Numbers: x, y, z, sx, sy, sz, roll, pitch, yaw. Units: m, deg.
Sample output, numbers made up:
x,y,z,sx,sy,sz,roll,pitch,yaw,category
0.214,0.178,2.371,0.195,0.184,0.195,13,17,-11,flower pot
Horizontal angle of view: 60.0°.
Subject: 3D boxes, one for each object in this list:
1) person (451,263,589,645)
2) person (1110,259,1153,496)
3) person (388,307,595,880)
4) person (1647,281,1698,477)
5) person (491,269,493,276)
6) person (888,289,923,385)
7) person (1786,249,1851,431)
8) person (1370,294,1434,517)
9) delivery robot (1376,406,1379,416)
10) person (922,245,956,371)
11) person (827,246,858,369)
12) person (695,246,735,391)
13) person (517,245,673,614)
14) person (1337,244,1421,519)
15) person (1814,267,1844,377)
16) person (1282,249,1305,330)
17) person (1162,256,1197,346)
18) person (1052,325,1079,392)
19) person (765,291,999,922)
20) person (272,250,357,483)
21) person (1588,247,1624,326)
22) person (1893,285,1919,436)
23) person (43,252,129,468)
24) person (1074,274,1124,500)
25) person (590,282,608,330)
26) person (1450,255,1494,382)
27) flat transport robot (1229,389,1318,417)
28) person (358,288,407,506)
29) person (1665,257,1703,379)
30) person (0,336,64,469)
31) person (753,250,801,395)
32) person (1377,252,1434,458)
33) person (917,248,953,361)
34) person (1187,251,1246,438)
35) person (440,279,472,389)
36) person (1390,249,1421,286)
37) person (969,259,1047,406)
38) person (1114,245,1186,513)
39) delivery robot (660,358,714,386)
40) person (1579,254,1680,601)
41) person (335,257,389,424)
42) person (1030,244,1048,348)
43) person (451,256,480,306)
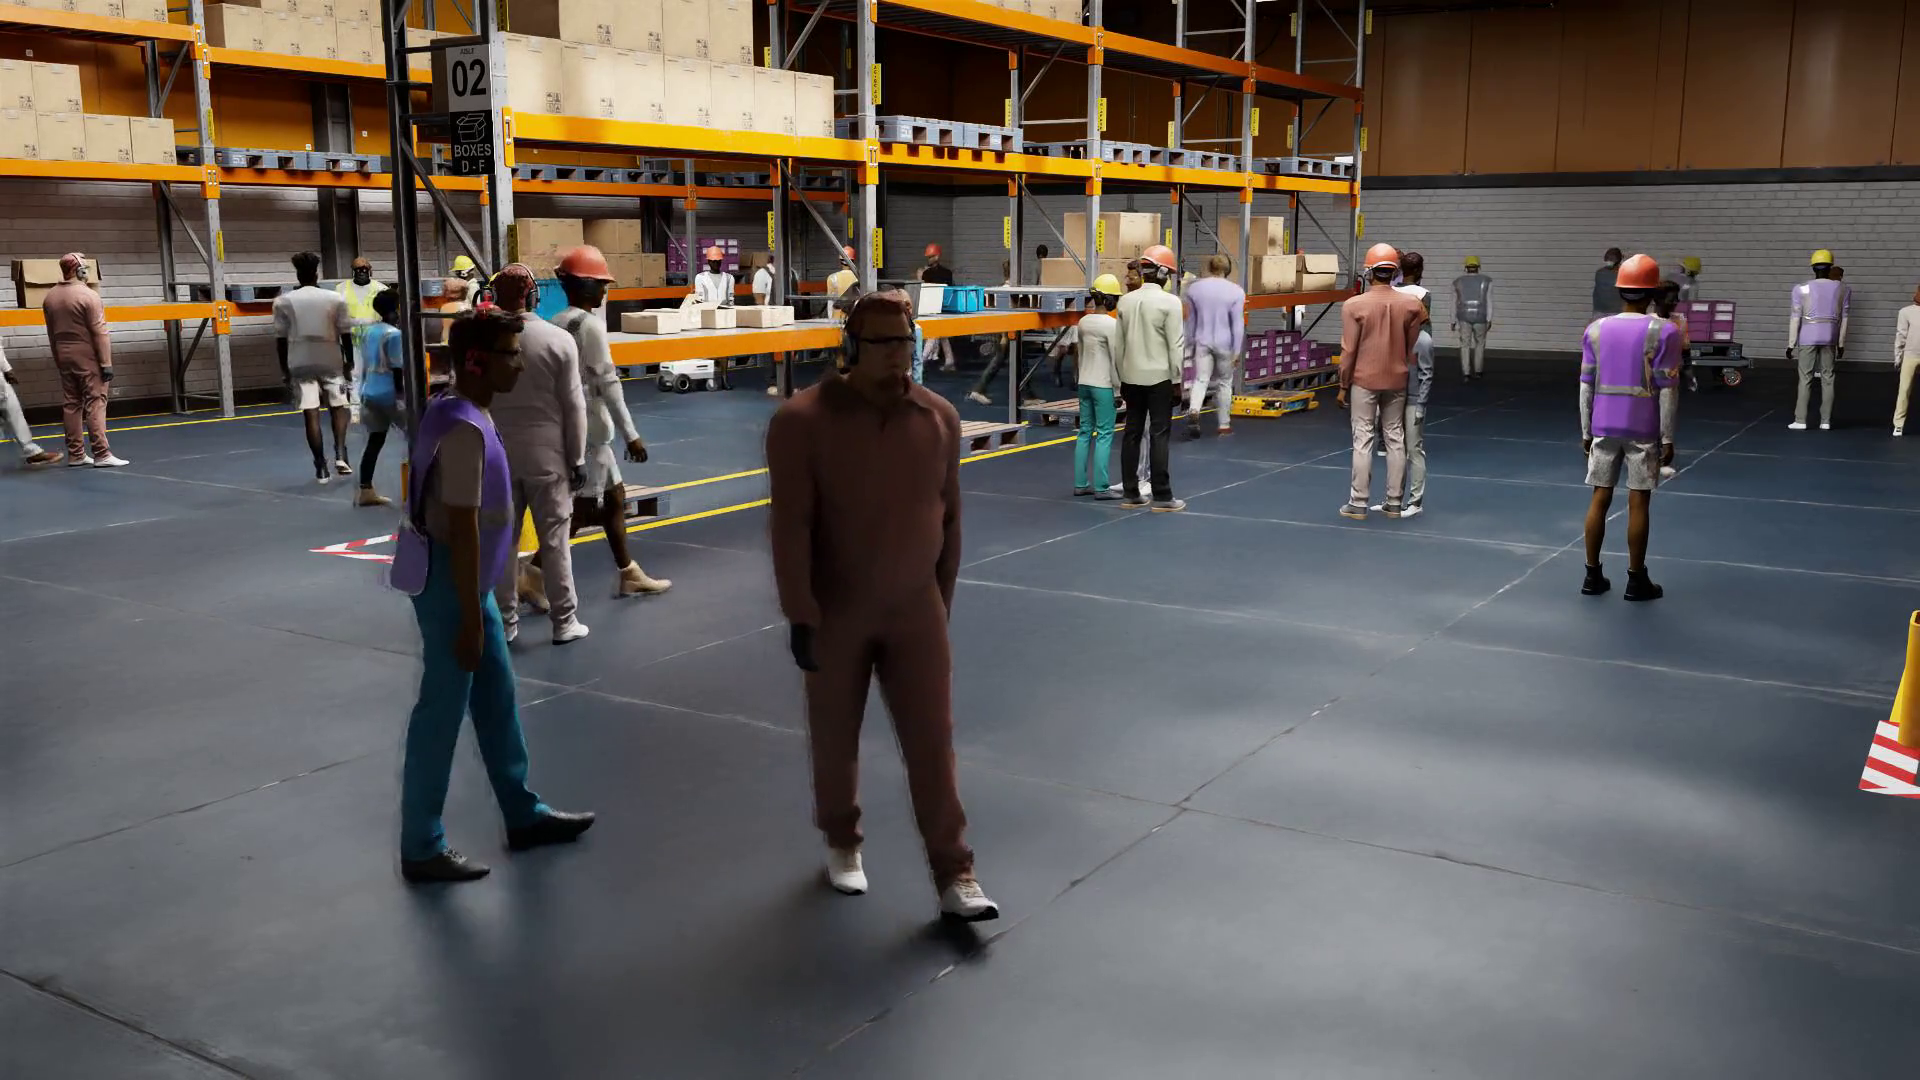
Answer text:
x,y,z,sx,sy,sz,roll,pitch,yaw,category
-2.171,-0.417,8.312,0.639,1.910,0.407,0,10,0,person
1.433,-1.281,13.199,0.332,1.874,0.520,-4,11,-21,person
-1.506,0.178,5.347,0.749,1.806,0.602,-3,11,-14,person
6.077,-1.380,14.303,0.548,1.671,0.715,-5,11,-25,person
-4.968,-2.169,18.485,0.457,1.725,0.552,-4,11,-21,person
-0.475,-1.198,13.404,0.313,1.633,0.517,-8,13,-38,person
9.118,-2.119,17.706,0.585,1.920,0.383,2,10,10,person
3.269,-0.986,12.224,0.280,1.633,0.500,-4,11,-21,person
4.503,-1.492,17.756,0.477,0.478,0.707,-1,10,-6,delivery robot
-0.447,-3.544,25.541,1.029,1.935,0.643,-8,13,-38,person
-1.498,-2.942,22.214,0.546,1.939,0.375,0,10,0,person
-3.281,-2.969,22.367,0.545,1.938,0.356,-4,11,-21,person
-2.073,-0.603,9.103,0.977,2.004,0.617,-6,12,-31,person
3.032,-1.141,12.080,0.608,1.995,0.377,-2,10,-10,person
12.830,-3.206,24.548,0.273,1.629,0.500,6,12,30,person
5.283,-3.661,26.371,0.346,1.879,0.583,10,14,43,person
2.997,-3.060,23.141,0.621,1.845,0.429,3,11,14,person
1.493,-2.953,22.405,0.588,1.889,0.714,-4,11,-22,person
-0.229,0.215,4.929,0.647,1.870,0.849,-4,11,-20,person
-5.397,-1.444,13.919,0.617,1.936,0.482,-5,11,-24,person
9.368,-3.263,24.051,0.431,1.918,0.662,-5,11,-25,person
9.891,-1.865,17.121,0.493,1.627,0.284,4,11,23,person
-7.792,-1.593,14.816,0.641,1.913,0.408,4,11,21,person
1.110,-1.192,13.028,0.341,1.760,0.526,-6,12,-32,person
-4.434,-2.524,20.089,0.316,1.870,0.532,4,11,20,person
7.394,-3.196,24.024,0.616,1.786,0.877,4,11,21,person
3.647,-1.616,19.487,0.652,0.197,1.431,6,12,31,flat transport robot
-4.312,-1.097,12.786,0.537,1.648,0.826,10,14,43,person
10.570,-3.275,24.520,0.406,1.783,0.698,-5,12,-28,person
-8.273,-1.486,14.371,0.888,1.851,0.574,-4,11,-23,person
-2.345,-2.921,21.815,0.699,2.000,0.536,-9,13,-39,person
4.124,-1.709,15.481,0.385,1.910,0.599,-5,11,-25,person
-0.417,-3.960,27.927,0.611,1.906,0.516,-2,10,-10,person
2.578,-1.973,16.931,0.633,1.914,0.821,5,11,25,person
-5.218,-1.909,17.403,0.522,1.618,0.535,9,14,41,person
5.757,-2.904,22.090,0.651,1.906,0.409,3,11,18,person
0.556,-2.529,20.312,0.945,1.808,0.522,0,10,-1,person
1.434,-1.201,12.440,0.407,1.984,0.612,-10,14,-43,person
-3.631,-2.287,22.160,0.707,0.478,0.477,-9,14,-42,delivery robot
3.770,-0.627,9.380,0.549,1.942,0.347,10,14,44,person
-6.583,-2.199,18.401,0.624,1.837,0.429,-2,10,-13,person
1.552,-4.604,31.421,0.638,1.938,0.356,-8,13,-38,person
-6.135,-2.633,20.817,0.404,1.824,0.591,-5,11,-24,person
